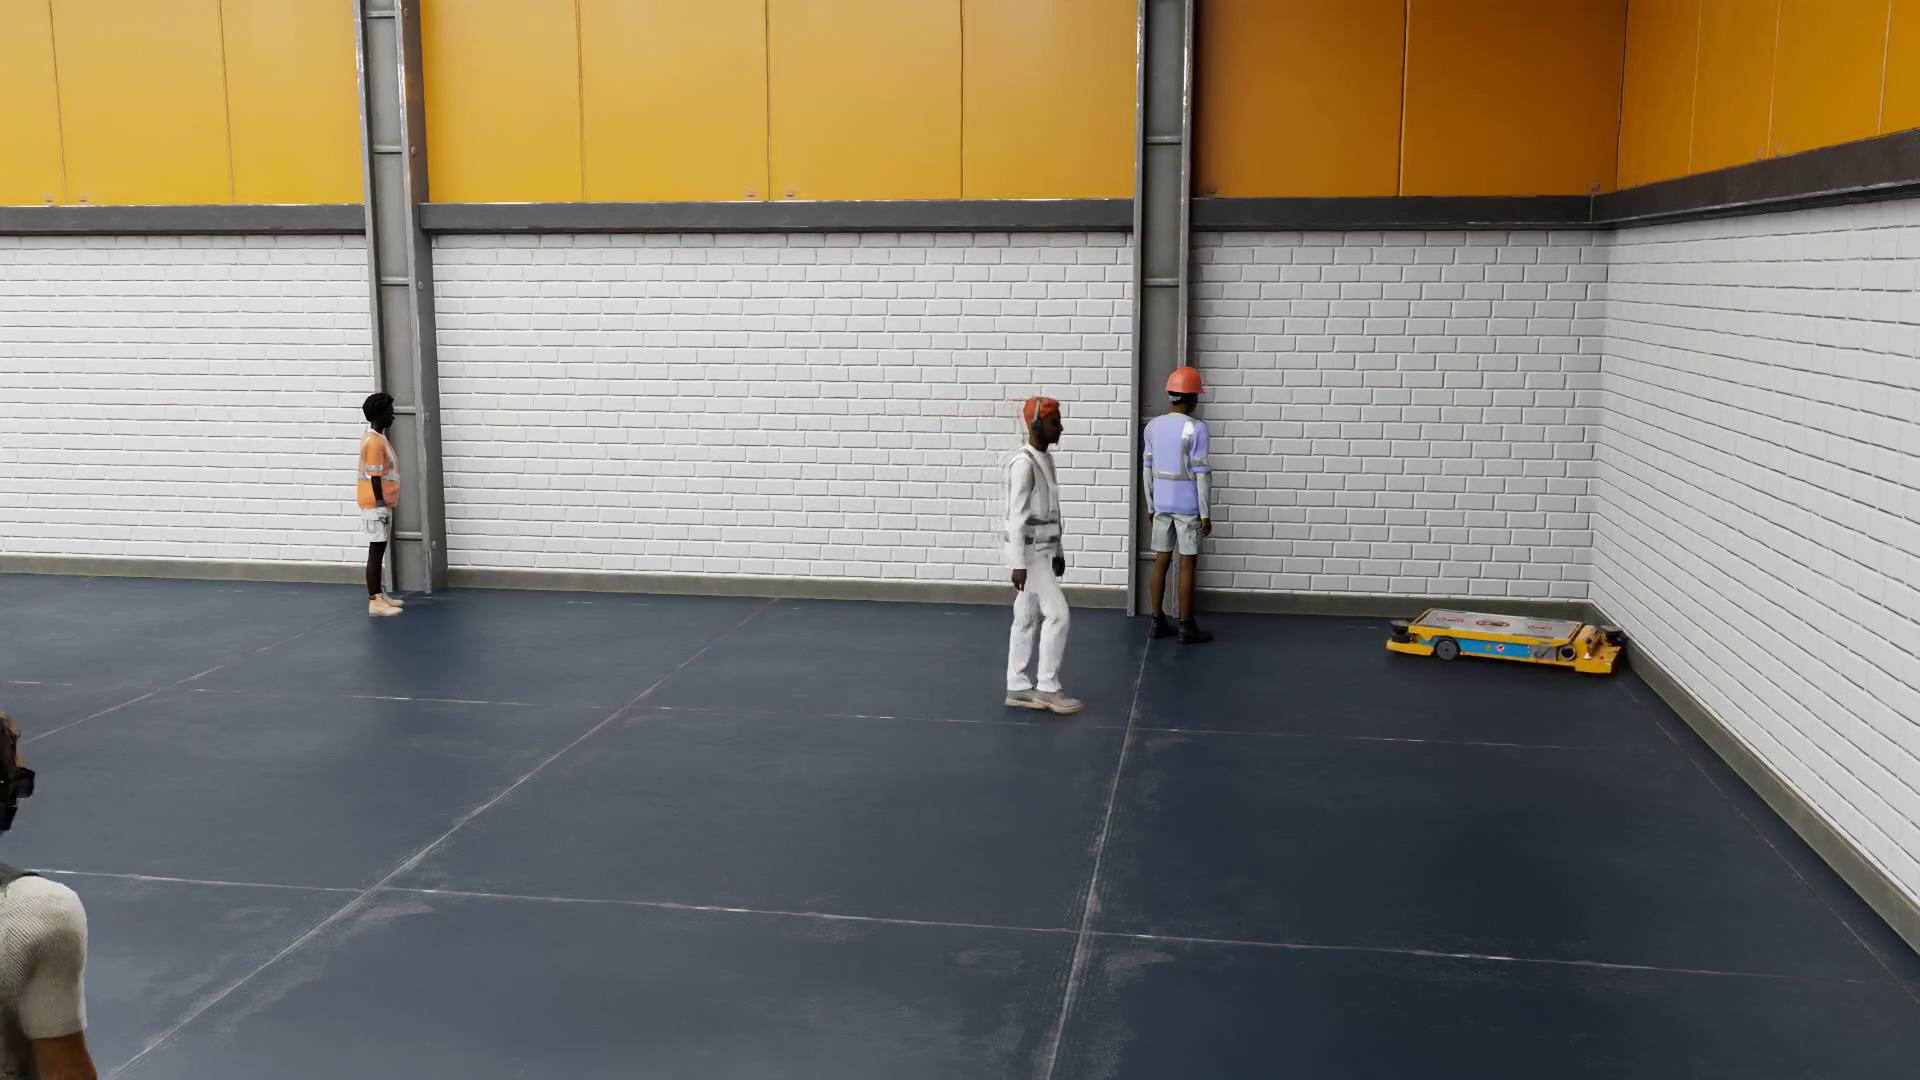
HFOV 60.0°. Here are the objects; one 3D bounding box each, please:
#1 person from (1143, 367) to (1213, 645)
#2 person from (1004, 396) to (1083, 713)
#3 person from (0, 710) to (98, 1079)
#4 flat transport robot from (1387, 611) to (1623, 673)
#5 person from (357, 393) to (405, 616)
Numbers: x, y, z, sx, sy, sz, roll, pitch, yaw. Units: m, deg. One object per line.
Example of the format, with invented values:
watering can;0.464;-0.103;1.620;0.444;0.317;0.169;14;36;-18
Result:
person;1.548;-0.241;11.653;0.361;1.935;0.553;-9;13;-43
person;0.548;0.094;9.793;0.645;1.865;0.605;2;9;14
person;-1.843;1.201;3.121;0.550;1.813;0.667;-1;9;-5
flat transport robot;3.670;0.663;11.203;1.431;0.197;0.652;5;10;27
person;-4.394;-0.270;12.595;0.317;1.693;0.535;-3;10;-15
